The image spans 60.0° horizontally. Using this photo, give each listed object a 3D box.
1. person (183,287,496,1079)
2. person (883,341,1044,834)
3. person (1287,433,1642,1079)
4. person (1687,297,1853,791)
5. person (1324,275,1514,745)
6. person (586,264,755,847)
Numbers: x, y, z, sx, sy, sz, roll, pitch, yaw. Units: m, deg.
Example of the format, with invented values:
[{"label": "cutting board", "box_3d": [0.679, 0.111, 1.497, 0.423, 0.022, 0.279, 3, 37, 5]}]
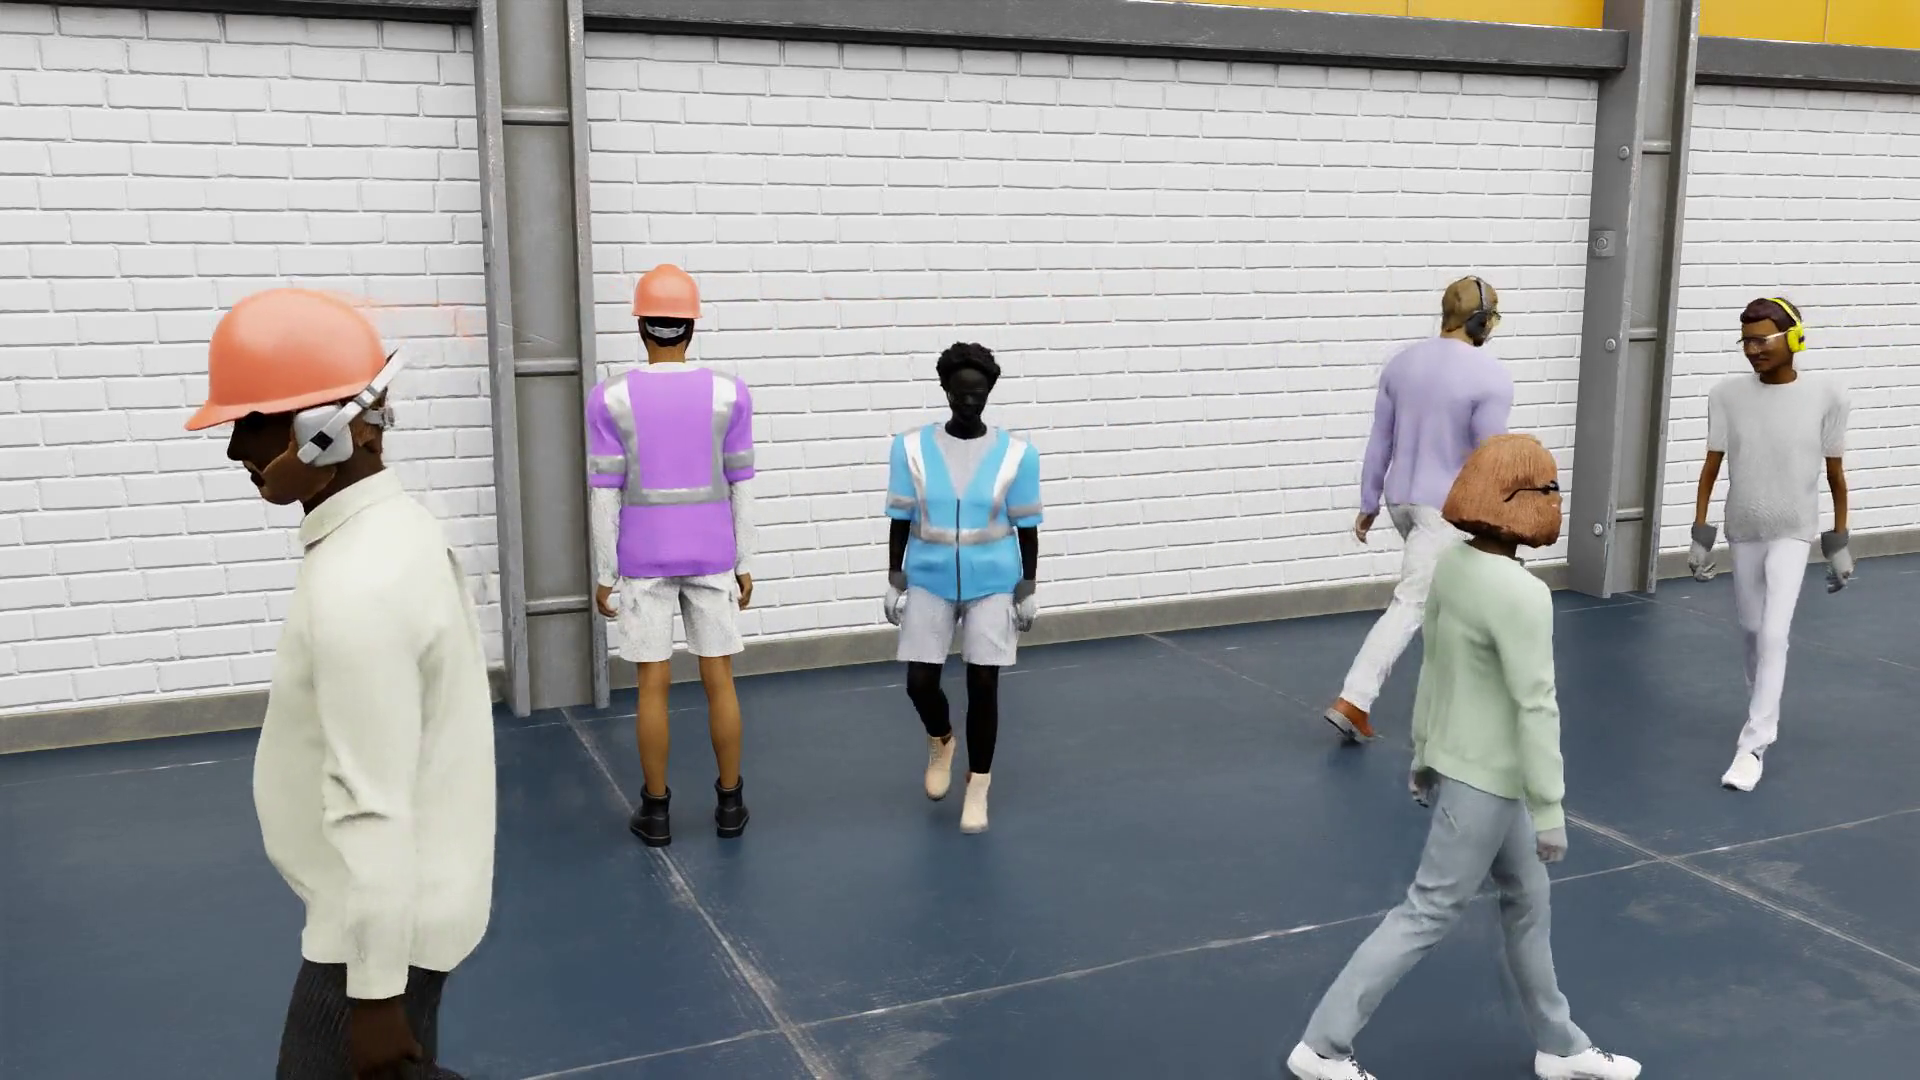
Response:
[{"label": "person", "box_3d": [-0.880, 0.570, 2.693, 0.806, 1.955, 0.630, -3, 11, -16]}, {"label": "person", "box_3d": [0.013, 0.160, 5.677, 0.552, 1.682, 0.382, 1, 10, 4]}, {"label": "person", "box_3d": [1.186, 0.543, 3.850, 0.871, 1.593, 0.510, 0, 10, -1]}, {"label": "person", "box_3d": [3.121, -0.023, 6.384, 0.568, 1.817, 0.993, 8, 13, 36]}, {"label": "person", "box_3d": [1.872, -0.121, 6.733, 1.035, 1.887, 0.656, -6, 12, -28]}, {"label": "person", "box_3d": [-0.954, 0.059, 5.558, 0.546, 1.939, 0.375, -3, 11, -14]}]
